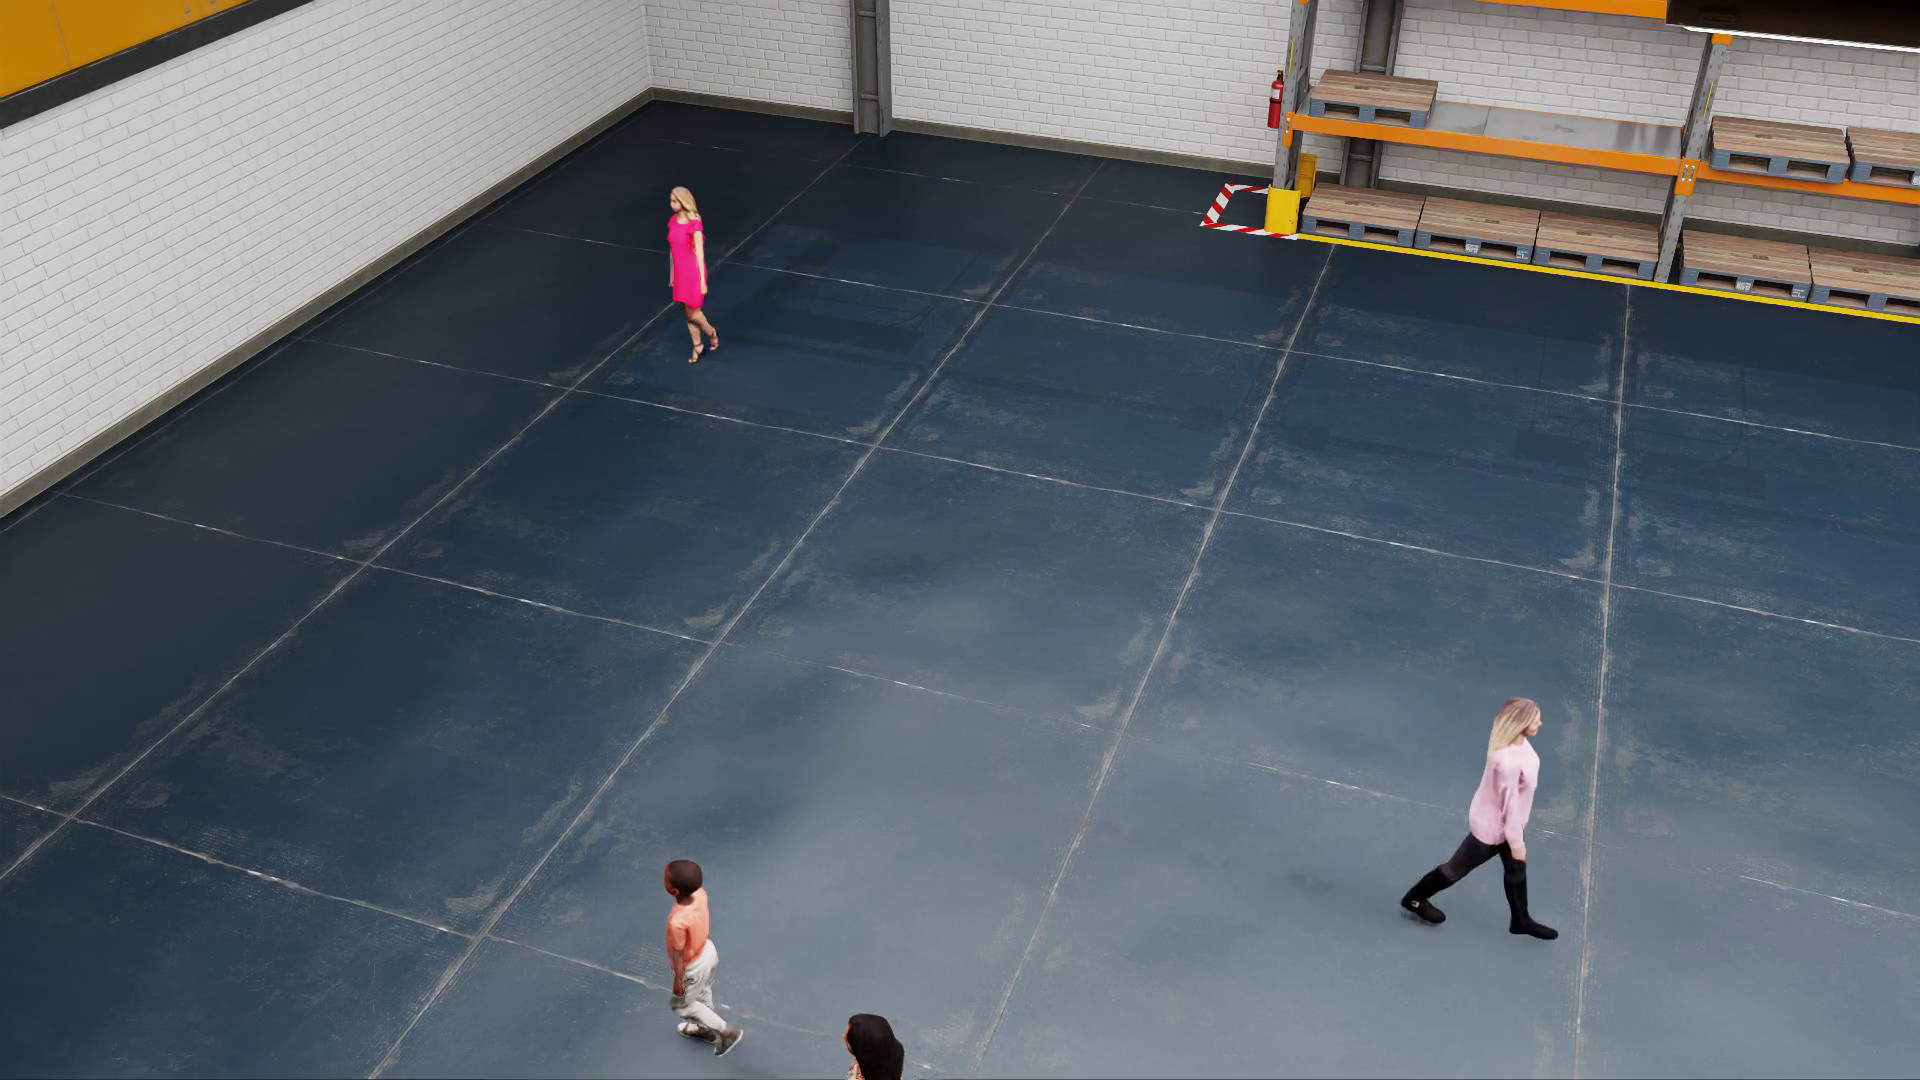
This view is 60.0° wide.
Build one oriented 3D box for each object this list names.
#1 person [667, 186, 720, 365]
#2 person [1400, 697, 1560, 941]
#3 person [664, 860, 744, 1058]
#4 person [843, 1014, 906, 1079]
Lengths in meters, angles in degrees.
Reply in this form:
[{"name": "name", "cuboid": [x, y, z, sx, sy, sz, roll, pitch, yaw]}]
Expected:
[{"name": "person", "cuboid": [-2.397, -2.435, 15.197, 0.747, 1.718, 0.793, 26, 42, 33]}, {"name": "person", "cuboid": [2.879, 1.562, 9.248, 1.122, 1.647, 0.682, 15, 36, 21]}, {"name": "person", "cuboid": [-1.330, 2.189, 8.616, 0.640, 1.301, 0.498, 10, 35, 15]}, {"name": "person", "cuboid": [-0.284, 2.727, 7.506, 0.729, 1.635, 0.689, 7, 34, 10]}]
